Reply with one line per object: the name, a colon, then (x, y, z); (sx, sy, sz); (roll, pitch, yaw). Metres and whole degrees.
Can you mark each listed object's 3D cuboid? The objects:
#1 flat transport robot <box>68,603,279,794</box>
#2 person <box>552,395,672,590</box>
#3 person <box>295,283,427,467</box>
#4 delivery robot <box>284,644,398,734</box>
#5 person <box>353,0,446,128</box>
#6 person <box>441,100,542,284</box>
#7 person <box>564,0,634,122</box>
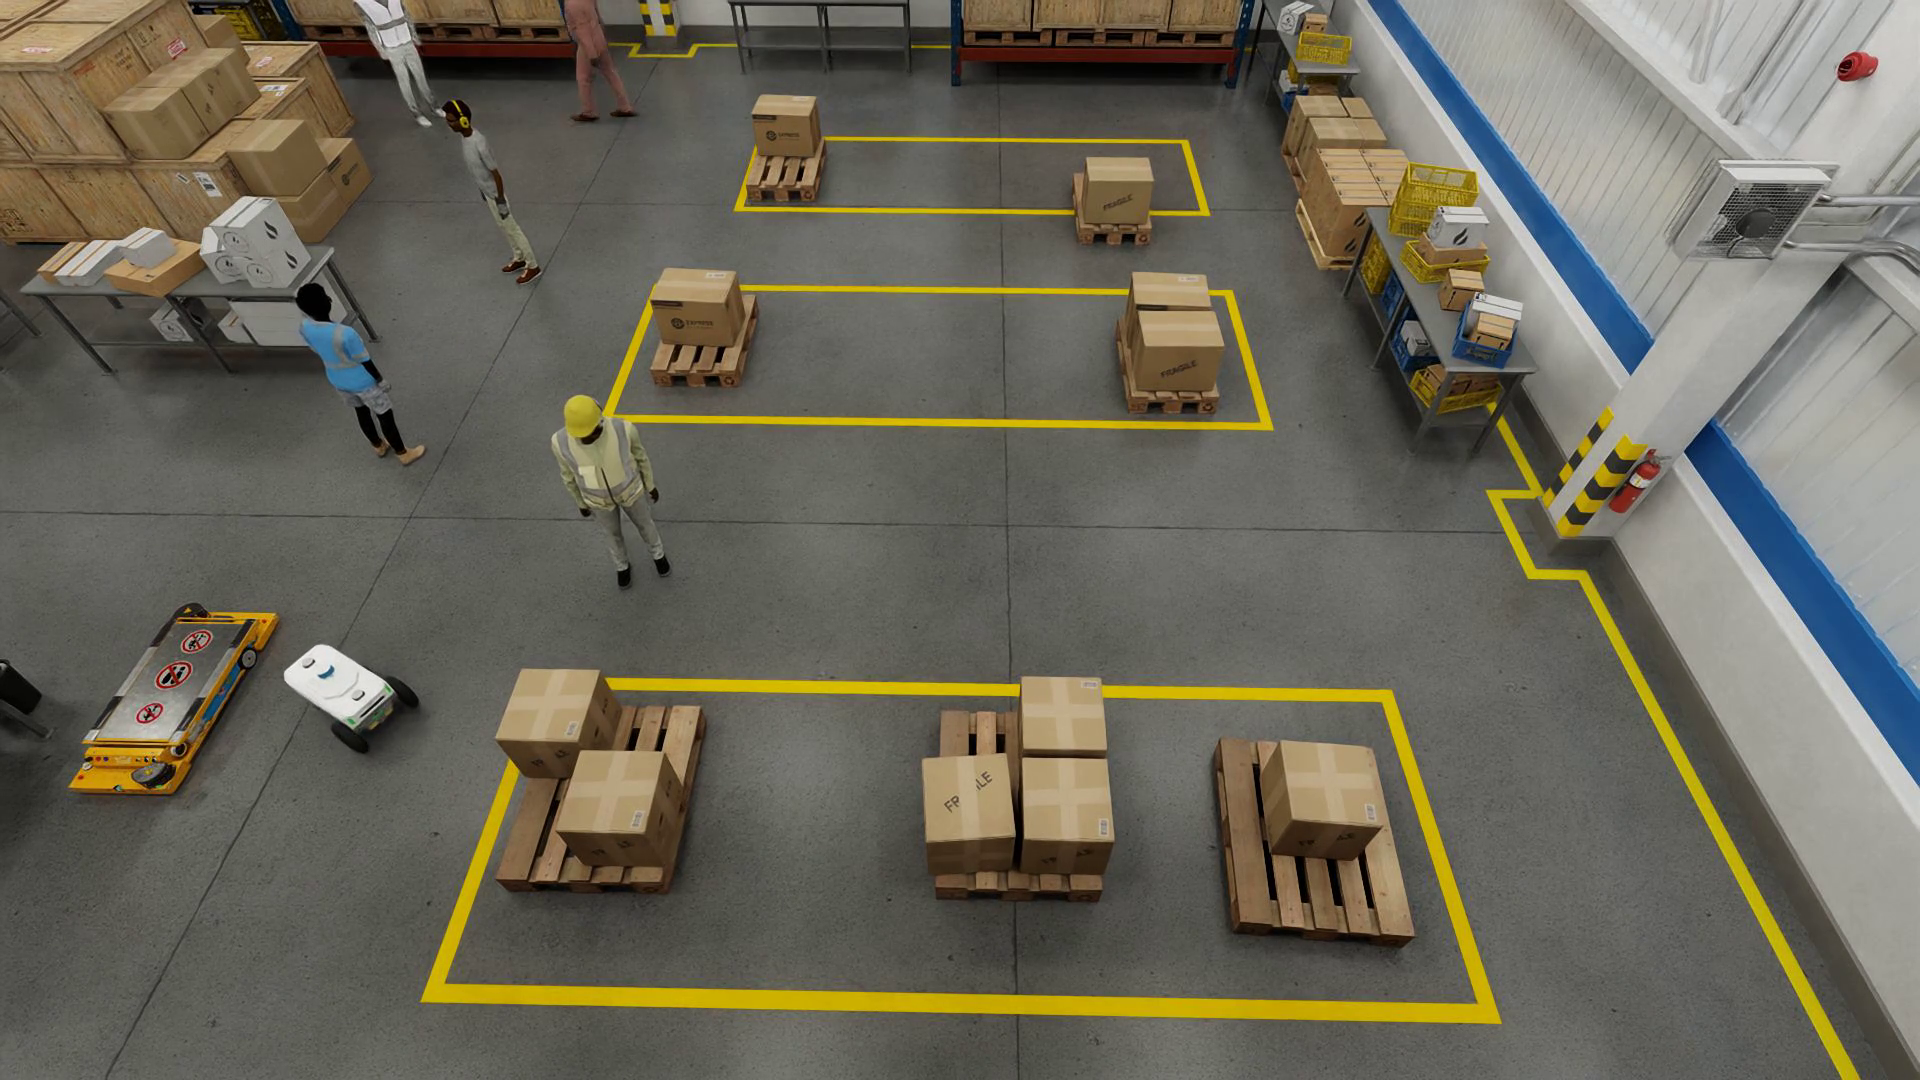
flat transport robot: (-5.504, 1.072, 6.442); (0.652, 0.197, 1.431); (1, 50, 1)
person: (-2.496, -0.347, 6.634); (0.591, 1.822, 0.404); (-15, 51, -13)
person: (-4.982, -1.340, 7.565); (0.546, 1.689, 0.323); (16, 52, 13)
delivery robot: (-4.232, 1.002, 6.257); (0.707, 0.478, 0.477); (23, 54, 19)
person: (-7.098, -6.244, 11.570); (0.394, 1.911, 0.583); (25, 54, 20)
person: (-4.738, -3.497, 9.268); (0.328, 1.872, 0.515); (-36, 59, -27)
person: (-4.806, -6.276, 11.618); (0.885, 1.868, 0.653); (0, 50, 0)
